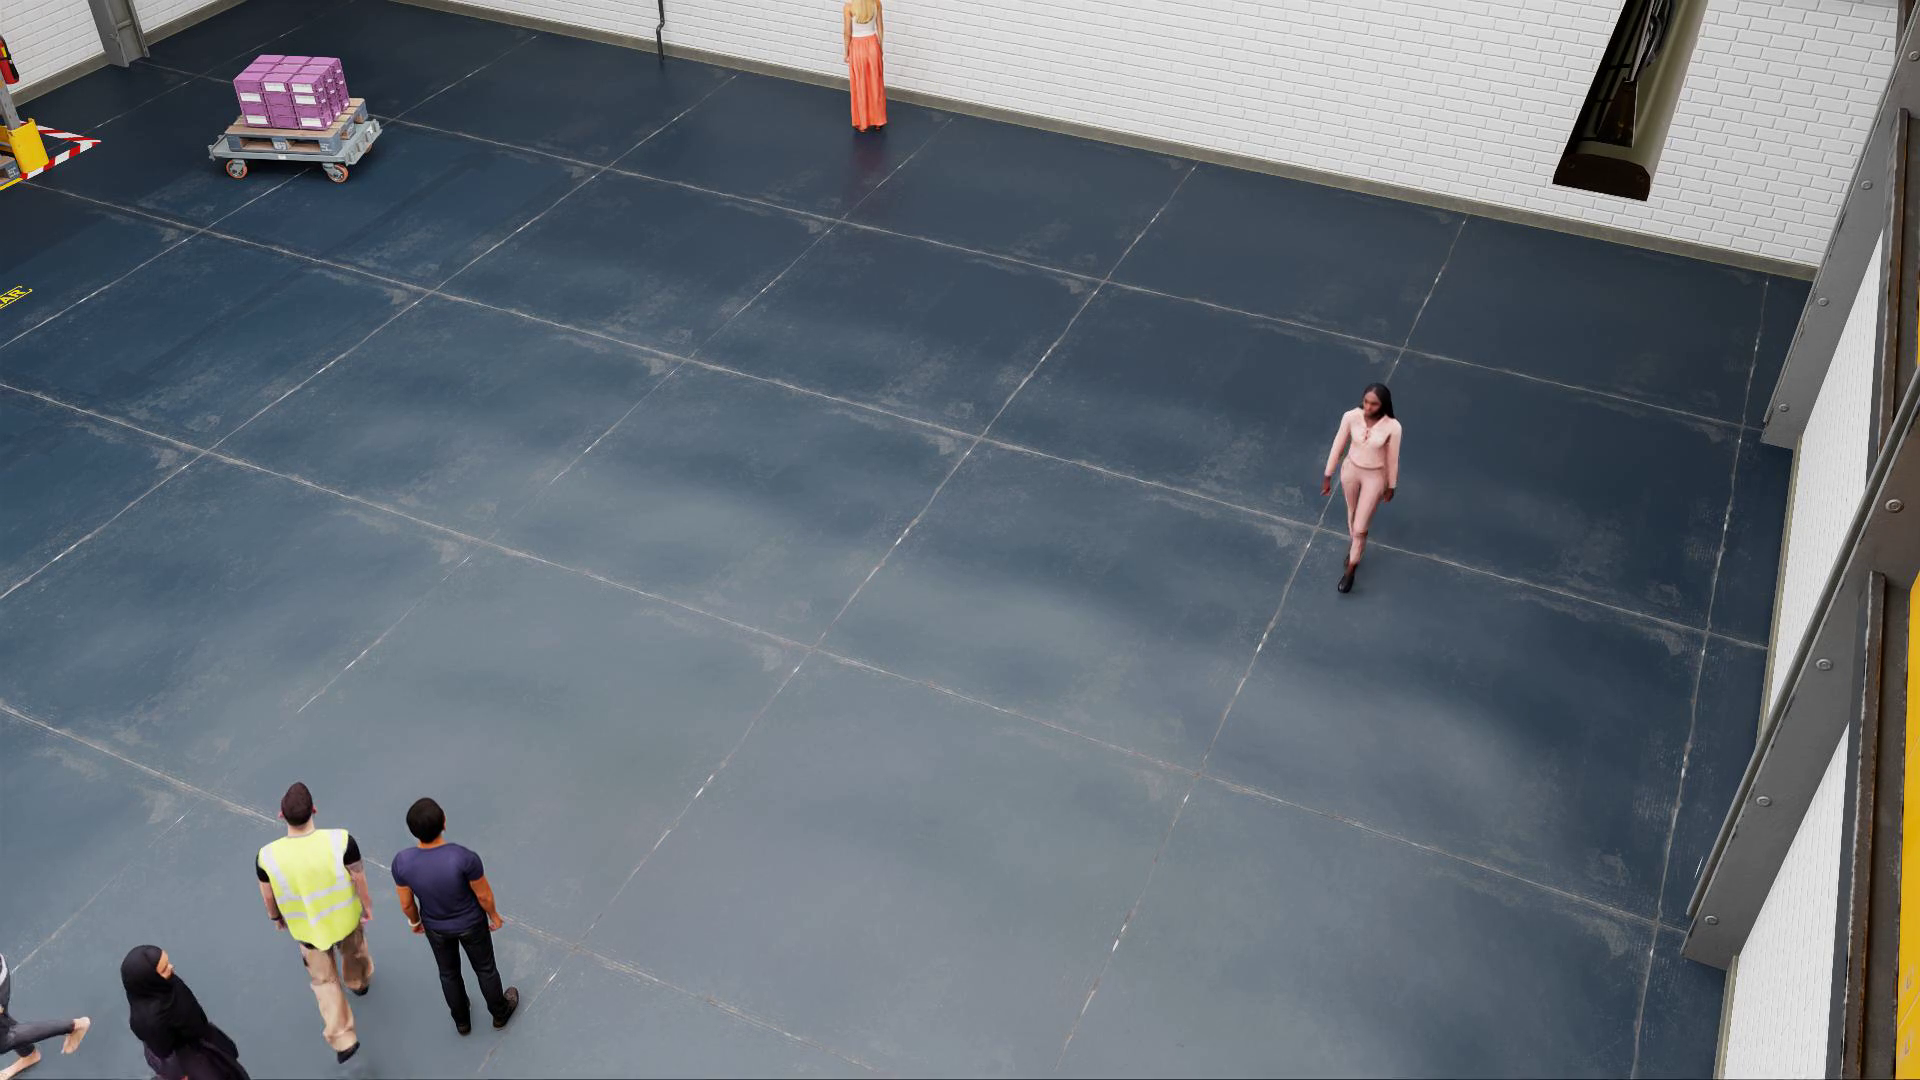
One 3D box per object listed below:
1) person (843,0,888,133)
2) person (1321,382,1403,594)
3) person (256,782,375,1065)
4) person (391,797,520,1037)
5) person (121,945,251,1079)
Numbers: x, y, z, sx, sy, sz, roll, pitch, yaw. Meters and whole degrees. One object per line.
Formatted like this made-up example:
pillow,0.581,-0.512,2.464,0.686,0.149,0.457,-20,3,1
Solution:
person,-1.078,-5.504,18.807,0.735,1.802,0.784,-10,40,-12
person,3.092,-0.493,12.614,0.734,1.700,0.911,22,44,25
person,-3.513,2.130,9.237,1.168,1.816,1.167,-18,42,-21
person,-2.830,2.119,9.271,0.723,1.790,0.720,-5,39,-6
person,-4.178,2.661,8.744,0.989,1.601,0.942,-13,40,-16
